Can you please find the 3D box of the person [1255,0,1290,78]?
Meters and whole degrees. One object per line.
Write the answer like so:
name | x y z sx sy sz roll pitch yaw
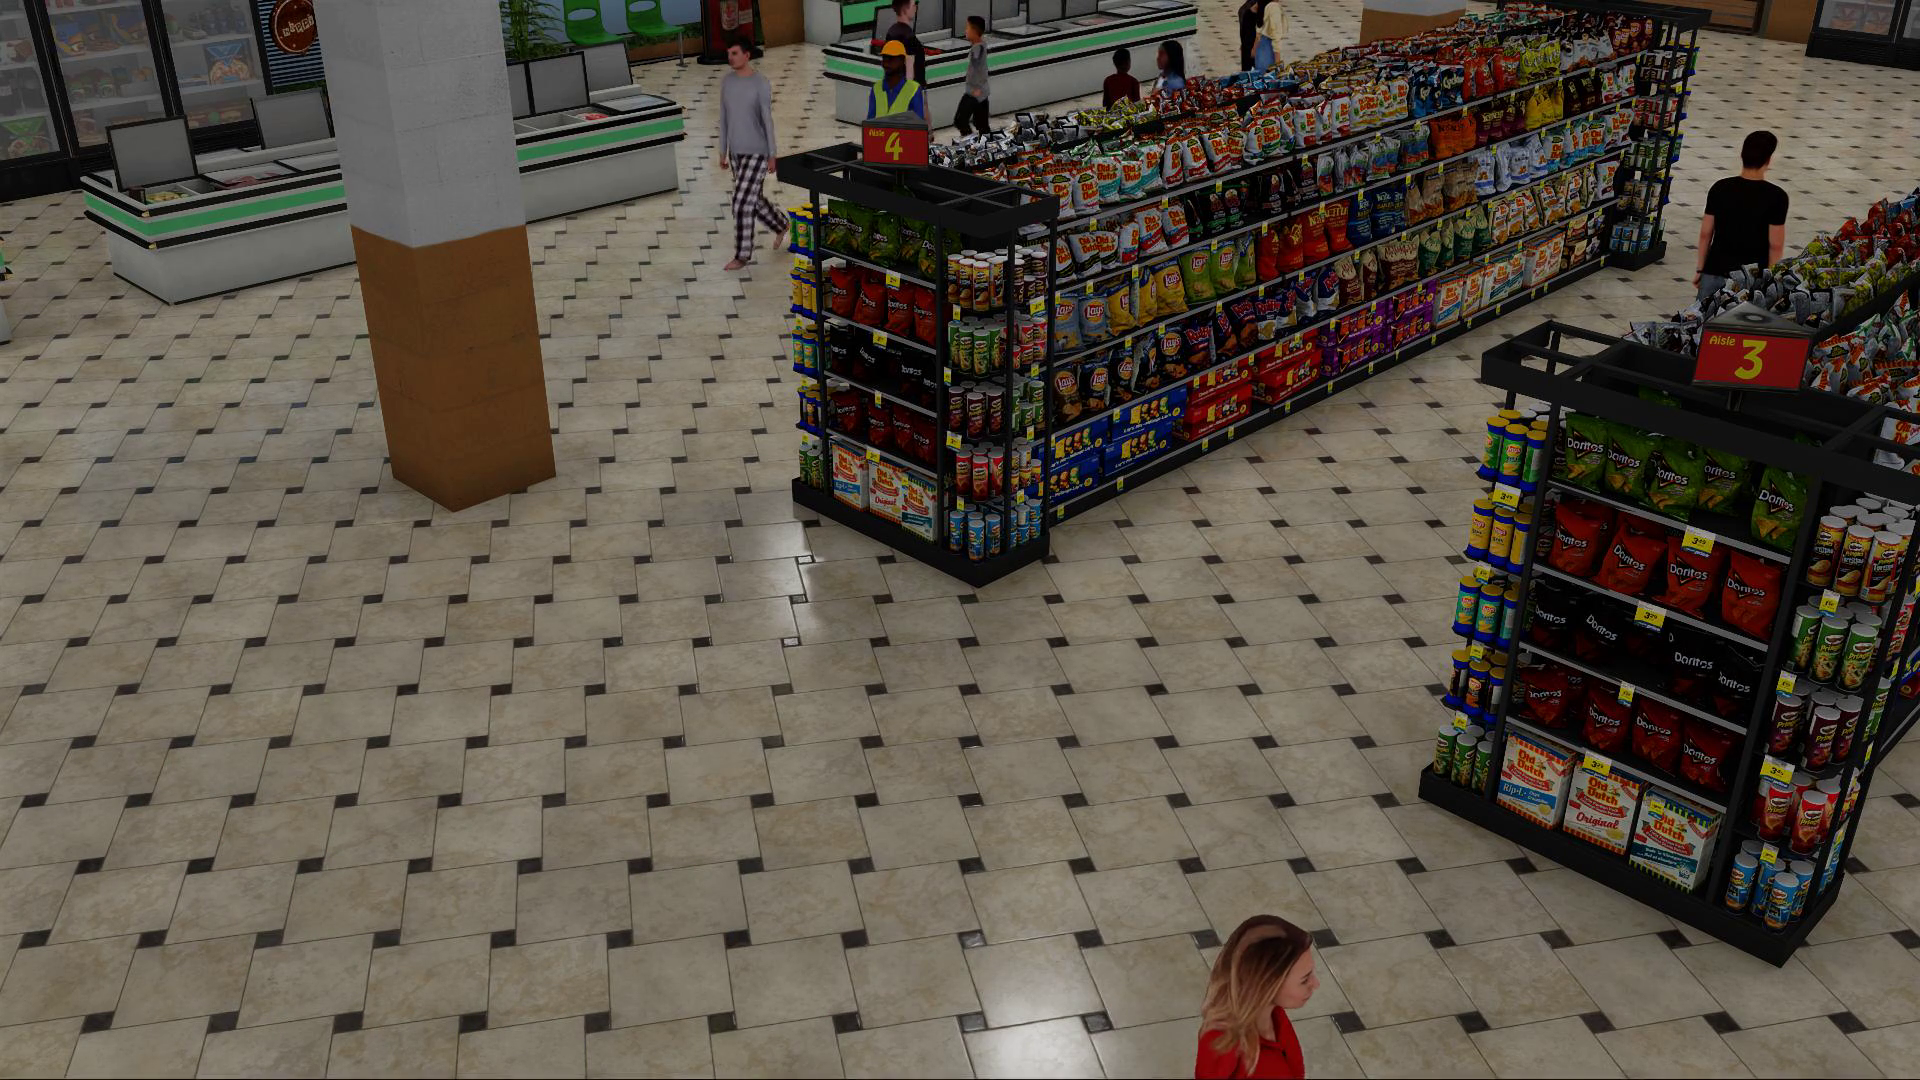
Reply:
person | 3.235 -5.076 17.449 0.741 1.632 0.725 -5 27 -10

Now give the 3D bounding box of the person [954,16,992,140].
person | 0.234 -4.542 16.605 0.840 1.443 0.781 1 27 2

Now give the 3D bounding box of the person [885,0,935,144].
person | -0.599 -4.065 15.266 1.255 1.805 0.943 -13 30 -23

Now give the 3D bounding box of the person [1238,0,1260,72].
person | 3.175 -5.368 18.057 0.672 1.604 0.654 -6 27 -11

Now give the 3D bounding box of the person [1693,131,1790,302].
person | 4.863 -1.656 10.468 0.669 1.847 0.582 20 33 34

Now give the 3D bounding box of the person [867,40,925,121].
person | -0.513 -3.064 13.283 0.736 1.812 0.699 12 29 23

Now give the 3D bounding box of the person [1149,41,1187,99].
person | 1.802 -3.251 13.797 1.225 1.681 0.927 -10 29 -19

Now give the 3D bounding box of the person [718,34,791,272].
person | -1.646 -3.130 13.418 0.803 1.808 1.184 18 32 31

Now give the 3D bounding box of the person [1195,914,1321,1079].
person | 0.653 1.619 4.169 0.770 1.704 0.634 11 29 20

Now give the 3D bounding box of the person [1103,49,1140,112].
person | 1.525 -4.005 15.756 0.586 1.254 0.619 6 27 11
